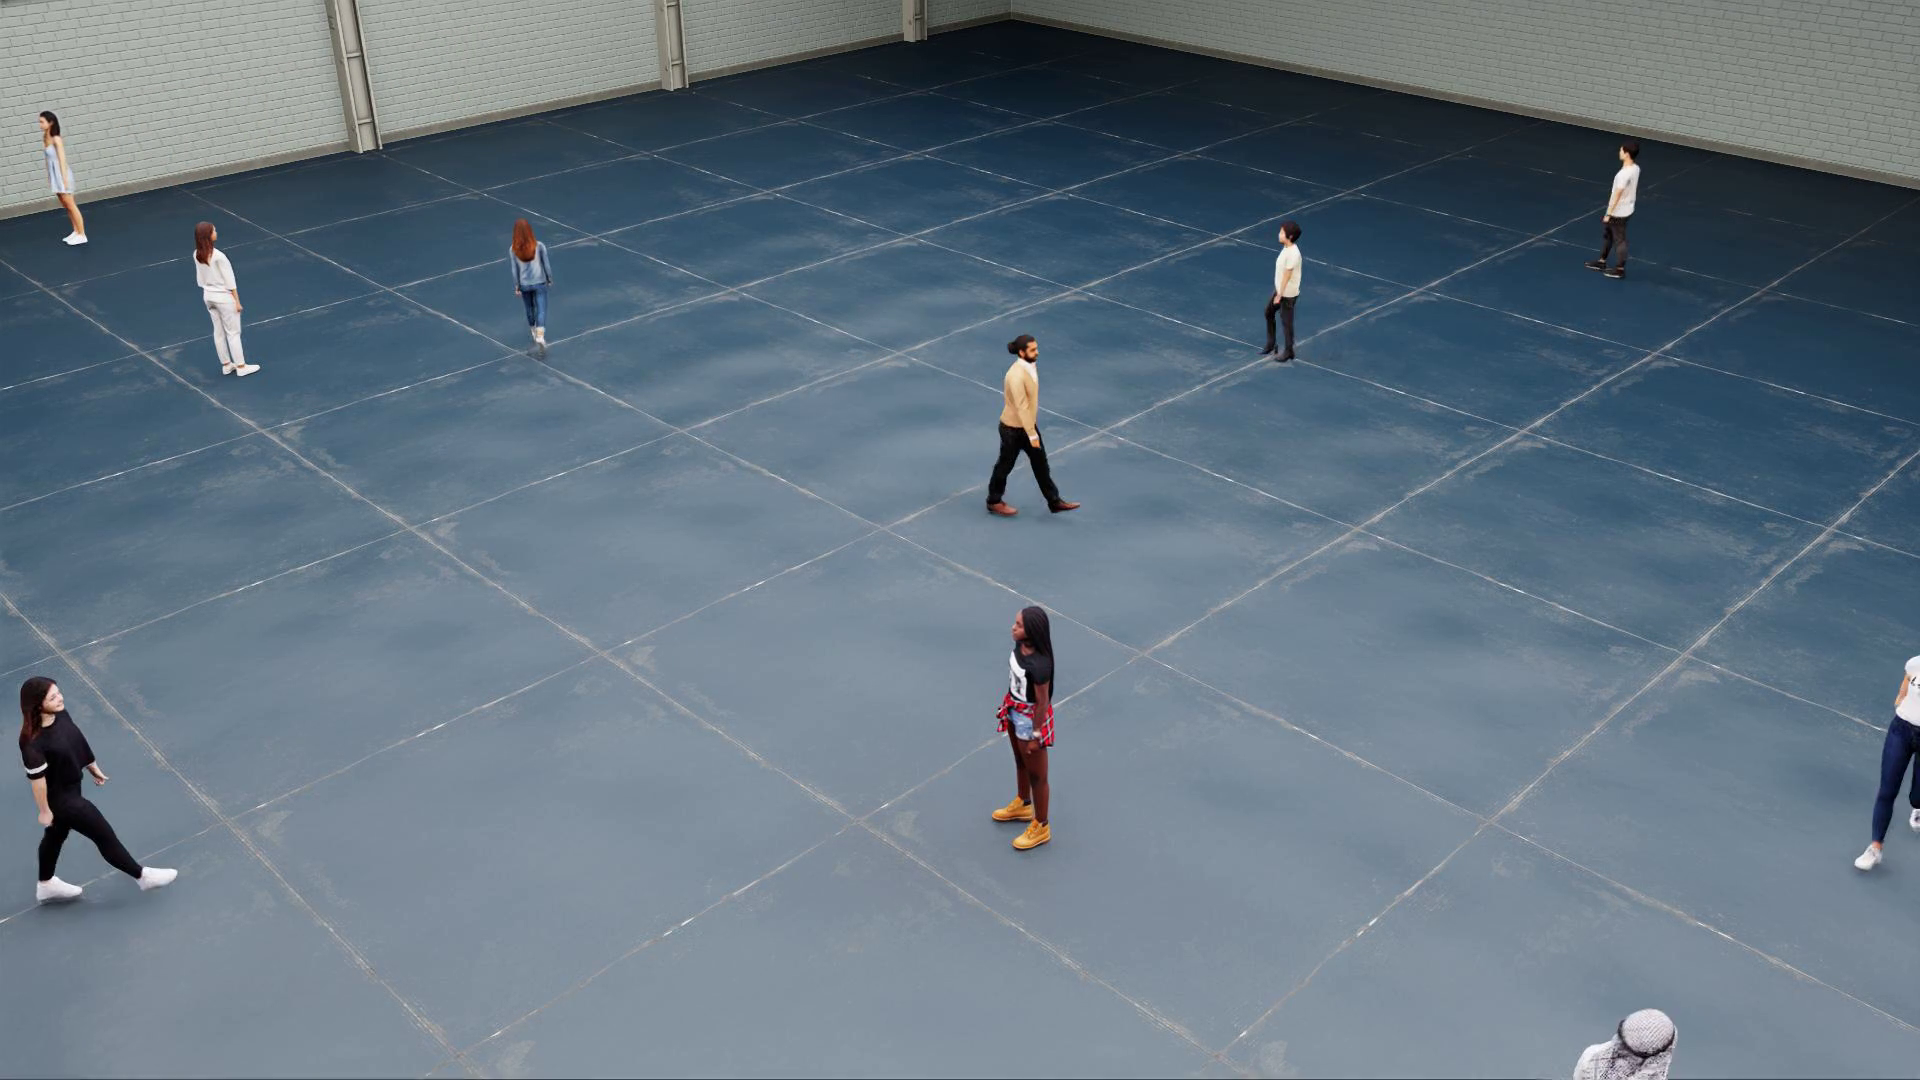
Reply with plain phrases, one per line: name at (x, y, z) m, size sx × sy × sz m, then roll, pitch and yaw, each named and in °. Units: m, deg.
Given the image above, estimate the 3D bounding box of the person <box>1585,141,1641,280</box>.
person at (8.231, -4.060, 20.509) m, size 0.798 × 1.707 × 0.762 m, roll 18°, pitch 33°, yaw 30°

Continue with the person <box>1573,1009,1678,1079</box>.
person at (2.759, 2.860, 7.300) m, size 0.927 × 1.910 × 0.859 m, roll -10°, pitch 30°, yaw -17°

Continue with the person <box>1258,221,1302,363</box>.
person at (3.611, -2.679, 18.056) m, size 0.781 × 1.576 × 0.724 m, roll -1°, pitch 28°, yaw -2°

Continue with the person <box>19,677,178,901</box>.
person at (-5.515, 1.549, 10.100) m, size 1.156 × 1.590 × 1.032 m, roll -3°, pitch 28°, yaw -6°

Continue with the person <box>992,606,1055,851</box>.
person at (0.444, 1.172, 10.662) m, size 0.724 × 1.729 × 0.701 m, roll -10°, pitch 30°, yaw -18°

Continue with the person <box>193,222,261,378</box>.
person at (-7.882, -2.572, 17.734) m, size 0.673 × 1.688 × 0.667 m, roll 11°, pitch 30°, yaw 19°

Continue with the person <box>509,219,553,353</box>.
person at (-4.736, -2.811, 18.434) m, size 0.970 × 1.454 × 0.975 m, roll -3°, pitch 28°, yaw -6°

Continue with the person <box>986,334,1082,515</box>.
person at (0.450, -0.983, 14.726) m, size 0.978 × 1.712 × 1.137 m, roll 12°, pitch 30°, yaw 21°

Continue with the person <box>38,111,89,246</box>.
person at (-11.767, -4.762, 21.804) m, size 0.598 × 1.730 × 0.545 m, roll 22°, pitch 35°, yaw 35°

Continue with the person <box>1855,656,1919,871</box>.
person at (6.064, 1.267, 10.449) m, size 1.015 × 1.761 × 0.683 m, roll -19°, pitch 33°, yaw -32°
